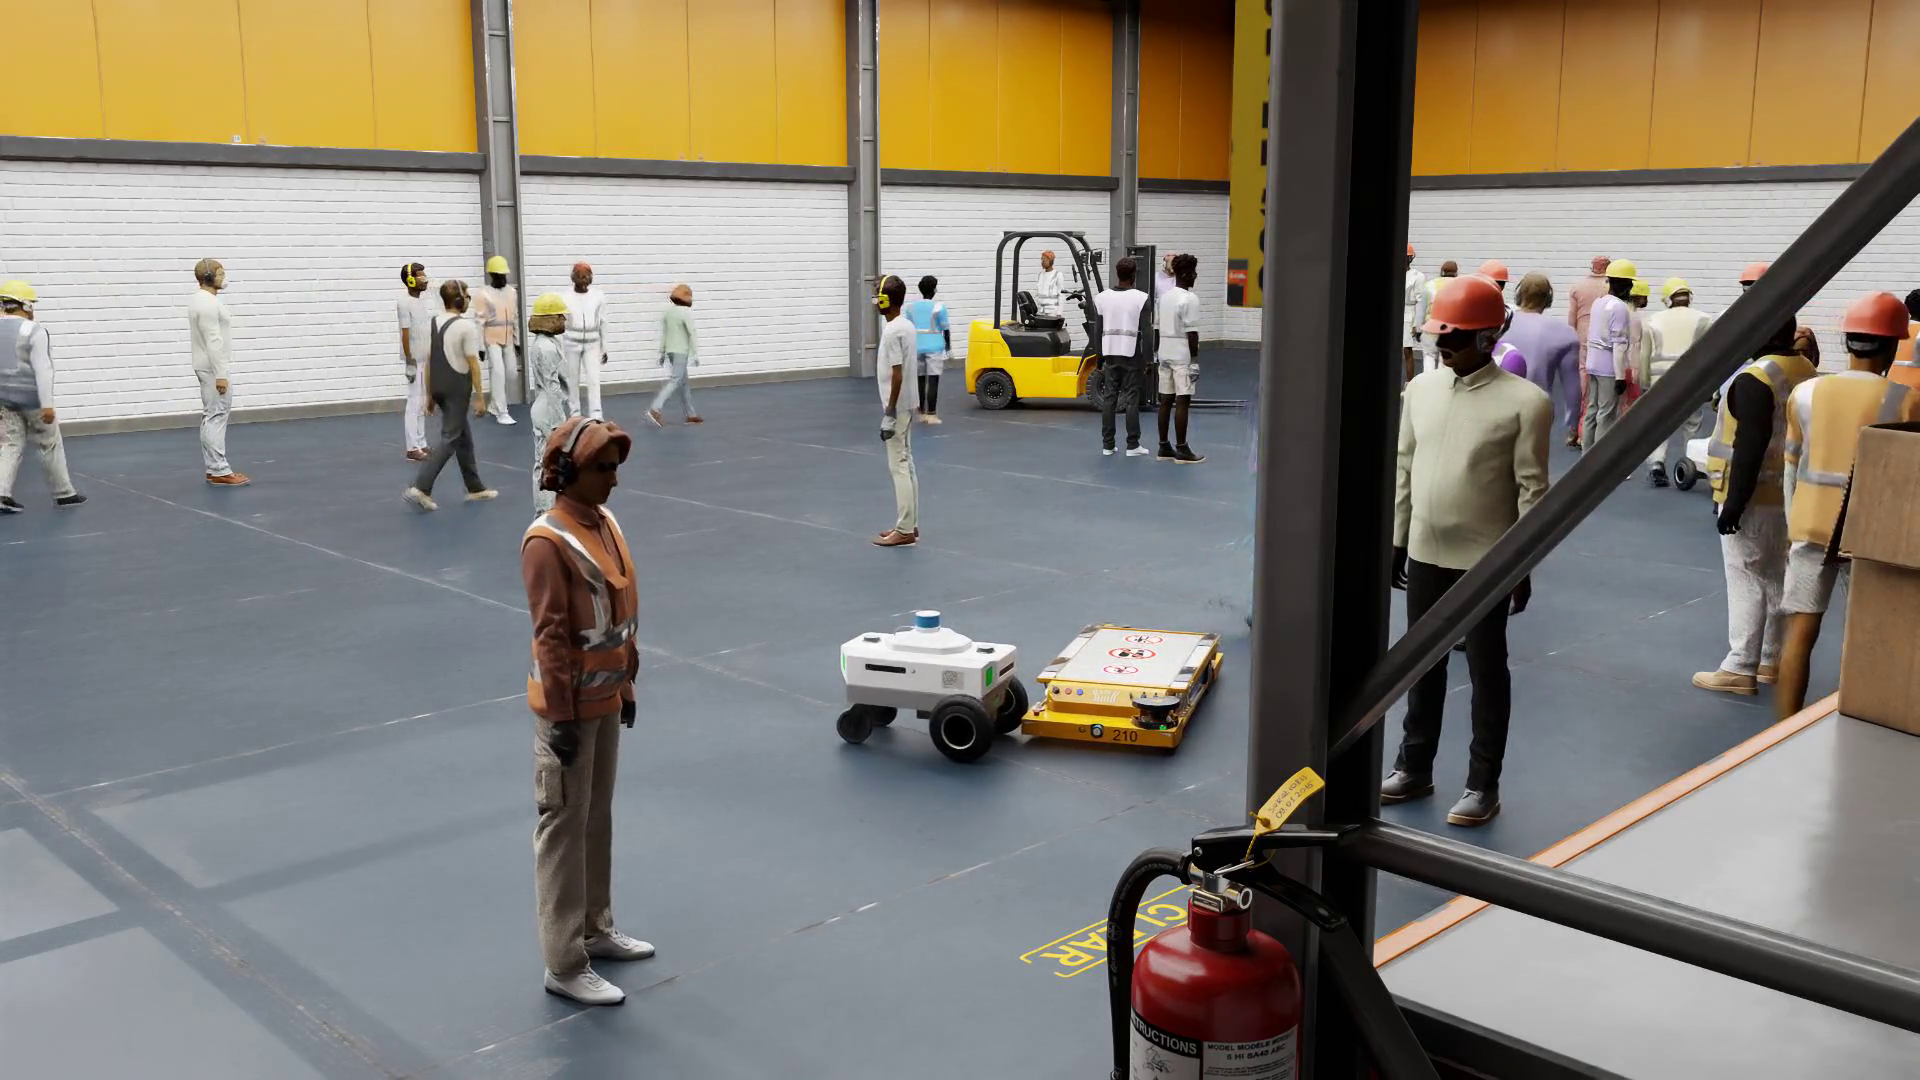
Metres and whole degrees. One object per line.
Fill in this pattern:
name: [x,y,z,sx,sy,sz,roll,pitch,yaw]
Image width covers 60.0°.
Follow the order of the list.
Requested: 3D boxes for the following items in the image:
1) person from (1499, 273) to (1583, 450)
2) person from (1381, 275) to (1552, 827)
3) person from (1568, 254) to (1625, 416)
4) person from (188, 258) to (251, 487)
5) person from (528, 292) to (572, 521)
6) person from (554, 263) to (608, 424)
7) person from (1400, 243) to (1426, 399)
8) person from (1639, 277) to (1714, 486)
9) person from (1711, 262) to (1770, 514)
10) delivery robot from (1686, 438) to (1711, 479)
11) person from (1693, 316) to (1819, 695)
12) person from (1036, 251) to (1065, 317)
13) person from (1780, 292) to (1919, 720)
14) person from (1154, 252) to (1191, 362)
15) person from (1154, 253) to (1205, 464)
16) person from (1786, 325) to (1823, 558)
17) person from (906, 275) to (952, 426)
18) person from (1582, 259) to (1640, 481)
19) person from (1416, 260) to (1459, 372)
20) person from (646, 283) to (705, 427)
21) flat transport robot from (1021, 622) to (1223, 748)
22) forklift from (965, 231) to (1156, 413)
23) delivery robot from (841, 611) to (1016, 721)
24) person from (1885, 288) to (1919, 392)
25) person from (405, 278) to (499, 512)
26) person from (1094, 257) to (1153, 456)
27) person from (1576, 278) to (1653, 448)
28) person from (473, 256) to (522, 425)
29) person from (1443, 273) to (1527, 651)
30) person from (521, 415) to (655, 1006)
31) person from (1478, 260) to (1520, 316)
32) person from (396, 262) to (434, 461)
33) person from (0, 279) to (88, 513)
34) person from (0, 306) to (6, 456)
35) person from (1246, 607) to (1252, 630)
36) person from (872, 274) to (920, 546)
person: [3.713,-0.790,10.878,0.656,1.879,1.032,6,12,29]
person: [1.815,0.042,6.059,0.392,1.988,0.609,-9,14,-40]
person: [7.518,-2.409,19.646,0.642,1.909,0.399,6,12,31]
person: [-6.349,-1.425,14.192,0.372,1.940,0.629,-6,12,-30]
person: [-2.792,-0.821,11.433,0.298,1.745,0.484,-4,11,-23]
person: [-4.079,-2.058,17.944,0.614,1.821,1.013,-4,11,-22]
person: [5.785,-2.876,21.819,0.370,2.044,0.608,-8,13,-39]
person: [6.117,-1.344,14.196,0.631,1.789,0.707,5,11,24]
person: [5.996,-1.136,12.650,0.542,1.928,0.374,9,13,39]
delivery robot: [6.304,-0.687,13.689,0.477,0.478,0.707,-1,11,-6]
person: [3.720,-0.201,7.787,0.637,1.840,0.429,-9,14,-41]
person: [1.399,-3.586,26.131,0.352,1.881,0.576,-8,13,-38]
person: [3.601,-0.038,6.713,0.880,1.896,0.565,-9,14,-41]
person: [2.803,-2.892,22.269,0.641,1.913,0.408,-3,11,-15]
person: [2.059,-1.704,15.637,0.372,1.966,0.608,-5,12,-26]
person: [4.687,-0.407,9.476,0.497,1.633,0.289,1,10,6]
person: [-0.354,-2.135,18.752,0.545,1.694,0.338,6,12,29]
person: [5.694,-1.488,14.582,0.383,1.923,0.589,0,10,-1]
person: [6.176,-2.652,21.233,0.661,1.812,0.456,3,11,17]
person: [-3.212,-2.077,18.672,0.523,1.600,0.796,10,14,44]
flat transport robot: [0.773,0.627,7.553,0.652,0.197,1.431,3,11,17]
forklift: [1.222,-2.721,20.561,2.313,2.155,1.214,2,11,13]
delivery robot: [-0.136,0.541,6.992,0.707,0.478,0.477,4,11,21]
person: [7.949,-1.252,13.910,0.317,1.696,0.537,-3,11,-18]
person: [-4.009,-1.134,12.993,0.520,1.811,0.931,7,12,33]
person: [1.581,-1.769,16.132,0.600,1.915,0.376,6,12,29]
person: [6.522,-1.719,16.410,0.905,1.716,0.529,2,11,10]
person: [-5.221,-2.262,18.847,0.553,1.907,0.631,6,12,30]
person: [2.634,-0.398,8.595,0.360,1.938,0.545,-5,12,-27]
person: [-1.058,0.467,4.695,0.311,1.639,0.514,1,10,7]
person: [4.206,-1.258,13.287,0.553,1.935,0.361,-3,11,-17]
person: [-5.152,-1.686,15.839,0.325,1.860,0.524,0,10,0]
person: [-7.204,-1.104,12.815,0.608,1.806,0.762,3,11,16]
person: [-9.192,-1.649,15.509,0.652,1.904,0.402,7,12,33]
person: [1.839,-0.337,8.618,0.585,1.862,0.463,-8,13,-37]
person: [-0.449,-0.882,11.435,0.329,1.865,0.513,2,11,10]
